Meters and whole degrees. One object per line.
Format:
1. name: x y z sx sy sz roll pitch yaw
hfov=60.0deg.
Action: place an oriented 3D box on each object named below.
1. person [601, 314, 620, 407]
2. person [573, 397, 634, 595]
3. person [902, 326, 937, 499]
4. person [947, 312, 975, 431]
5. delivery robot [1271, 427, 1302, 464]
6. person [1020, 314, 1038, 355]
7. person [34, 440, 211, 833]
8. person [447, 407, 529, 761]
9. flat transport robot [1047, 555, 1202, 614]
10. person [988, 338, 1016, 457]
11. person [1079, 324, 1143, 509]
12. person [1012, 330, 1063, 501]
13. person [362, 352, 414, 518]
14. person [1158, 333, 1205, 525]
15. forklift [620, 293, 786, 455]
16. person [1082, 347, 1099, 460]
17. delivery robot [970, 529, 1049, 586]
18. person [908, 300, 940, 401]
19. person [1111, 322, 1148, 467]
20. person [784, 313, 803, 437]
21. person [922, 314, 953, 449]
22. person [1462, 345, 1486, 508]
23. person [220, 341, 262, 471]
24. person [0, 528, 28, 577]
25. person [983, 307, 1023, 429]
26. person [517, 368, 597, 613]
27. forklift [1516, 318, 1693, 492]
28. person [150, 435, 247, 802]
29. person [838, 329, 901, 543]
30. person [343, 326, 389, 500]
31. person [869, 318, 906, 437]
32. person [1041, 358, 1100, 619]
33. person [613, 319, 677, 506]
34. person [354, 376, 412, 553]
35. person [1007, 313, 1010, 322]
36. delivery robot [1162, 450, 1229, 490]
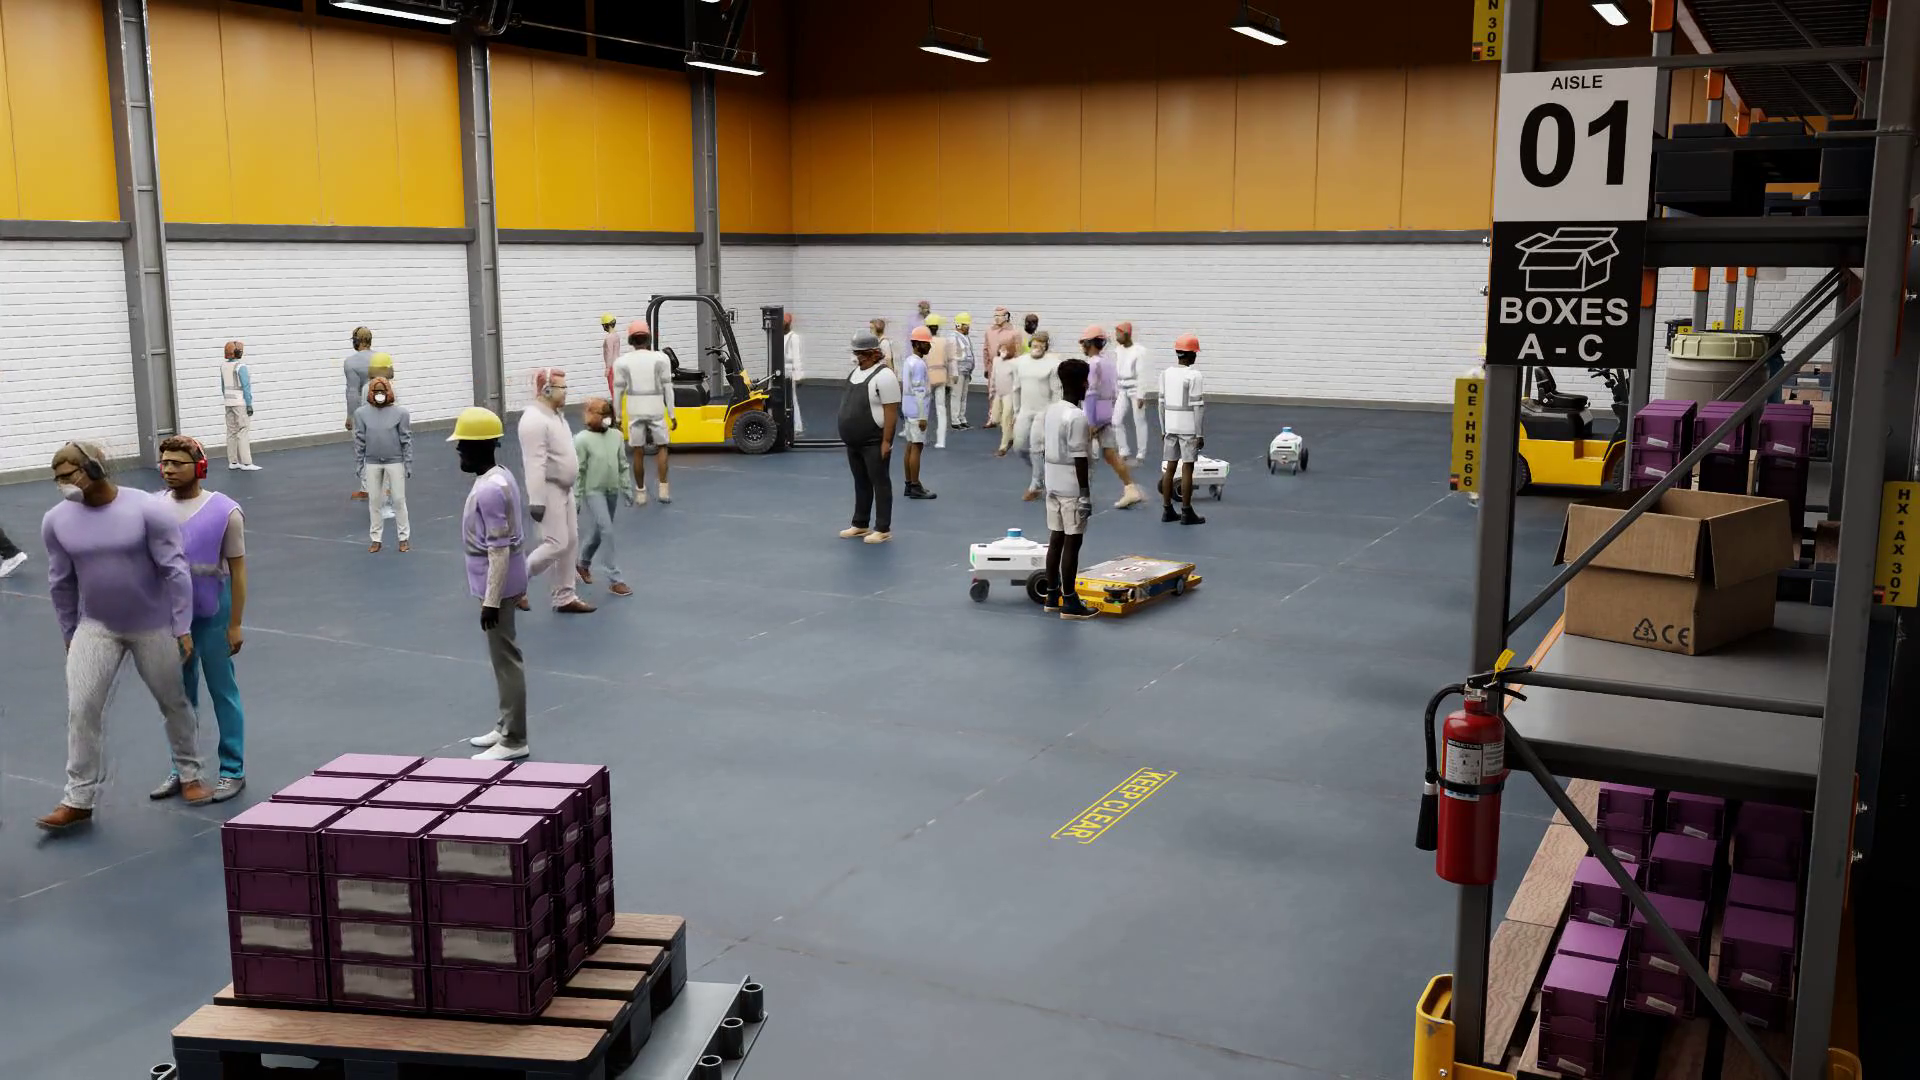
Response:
1. person: -5.693 -2.808 27.154 0.328 1.760 0.523 1 10 5
2. person: -2.943 -0.381 13.556 0.823 1.599 0.508 8 12 38
3. person: -0.459 -1.428 18.651 0.376 1.933 0.546 -2 10 -12
4. person: 0.028 -2.616 25.823 0.404 1.832 0.591 4 11 22
5. delivery robot: 4.104 -1.173 20.894 0.477 0.478 0.707 3 10 15
6. person: 1.056 -2.683 26.359 0.618 1.798 0.981 -3 10 -19
7. person: -4.038 0.443 8.024 0.701 1.878 0.733 -1 10 -7
8. person: -2.534 0.243 8.994 0.386 1.927 0.589 -2 10 -13
9. flat transport robot: 1.330 0.337 13.240 0.652 0.197 1.431 6 12 32
10. person: 0.631 -1.927 22.441 0.423 1.613 0.558 -10 14 -44
11. person: 1.519 -1.320 17.913 1.046 1.989 0.622 5 11 28
12. person: 0.852 -1.382 18.462 0.650 1.906 0.489 7 12 36
13. person: -5.912 -1.086 17.269 0.491 1.727 0.581 7 12 37
14. person: 2.276 -1.126 16.895 0.372 1.935 0.551 -8 13 -40
15. forklift: -3.588 -2.317 23.042 2.313 2.155 1.214 -1 10 -5
16. person: 1.737 -1.875 22.085 0.312 1.642 0.512 1 10 5
17. delivery robot: 0.433 0.153 13.216 0.707 0.478 0.477 0 10 2
18. person: -0.688 -3.548 31.135 0.651 1.874 0.933 -8 13 -40
19. person: 2.171 -1.855 21.347 0.636 1.860 0.669 -9 13 -41
20. person: -2.638 -2.420 24.620 0.759 1.855 0.608 -5 11 -26
21. person: -0.417 -2.248 23.567 0.600 1.871 0.985 -3 10 -18
22. person: 5.662 -1.247 17.951 0.602 1.819 0.455 -2 10 -12
23. person: -9.124 -1.689 21.011 0.512 1.641 0.307 6 11 31
24. person: -8.451 -0.579 13.958 0.976 1.869 0.645 0 10 1
25. person: 0.647 -2.685 26.010 0.642 1.909 0.399 5 11 27
26. person: -3.115 -0.355 12.569 0.569 1.880 0.669 1 10 5
27. forklift: 7.066 -1.601 18.899 2.313 2.155 1.214 5 11 27
28. person: -3.845 0.389 8.375 0.566 1.850 0.389 2 10 9
29. person: -0.898 -0.991 15.810 0.536 2.000 0.681 -7 12 -36
30. person: -6.608 -1.410 18.538 0.372 1.940 0.630 4 11 22
31. person: -1.095 -2.394 24.675 0.988 1.799 0.495 -1 10 -7
32. person: 0.830 -0.393 12.561 0.361 1.963 0.616 -4 11 -22
33. person: -3.415 -1.375 18.049 0.671 2.030 0.421 -1 10 -6
34. person: -5.285 -0.689 15.278 0.505 1.629 0.278 -1 10 -7
35. person: 0.803 -3.312 30.241 0.540 1.696 0.315 5 11 27
36. delivery robot: 2.629 -0.772 18.569 0.707 0.478 0.477 -2 10 -11
